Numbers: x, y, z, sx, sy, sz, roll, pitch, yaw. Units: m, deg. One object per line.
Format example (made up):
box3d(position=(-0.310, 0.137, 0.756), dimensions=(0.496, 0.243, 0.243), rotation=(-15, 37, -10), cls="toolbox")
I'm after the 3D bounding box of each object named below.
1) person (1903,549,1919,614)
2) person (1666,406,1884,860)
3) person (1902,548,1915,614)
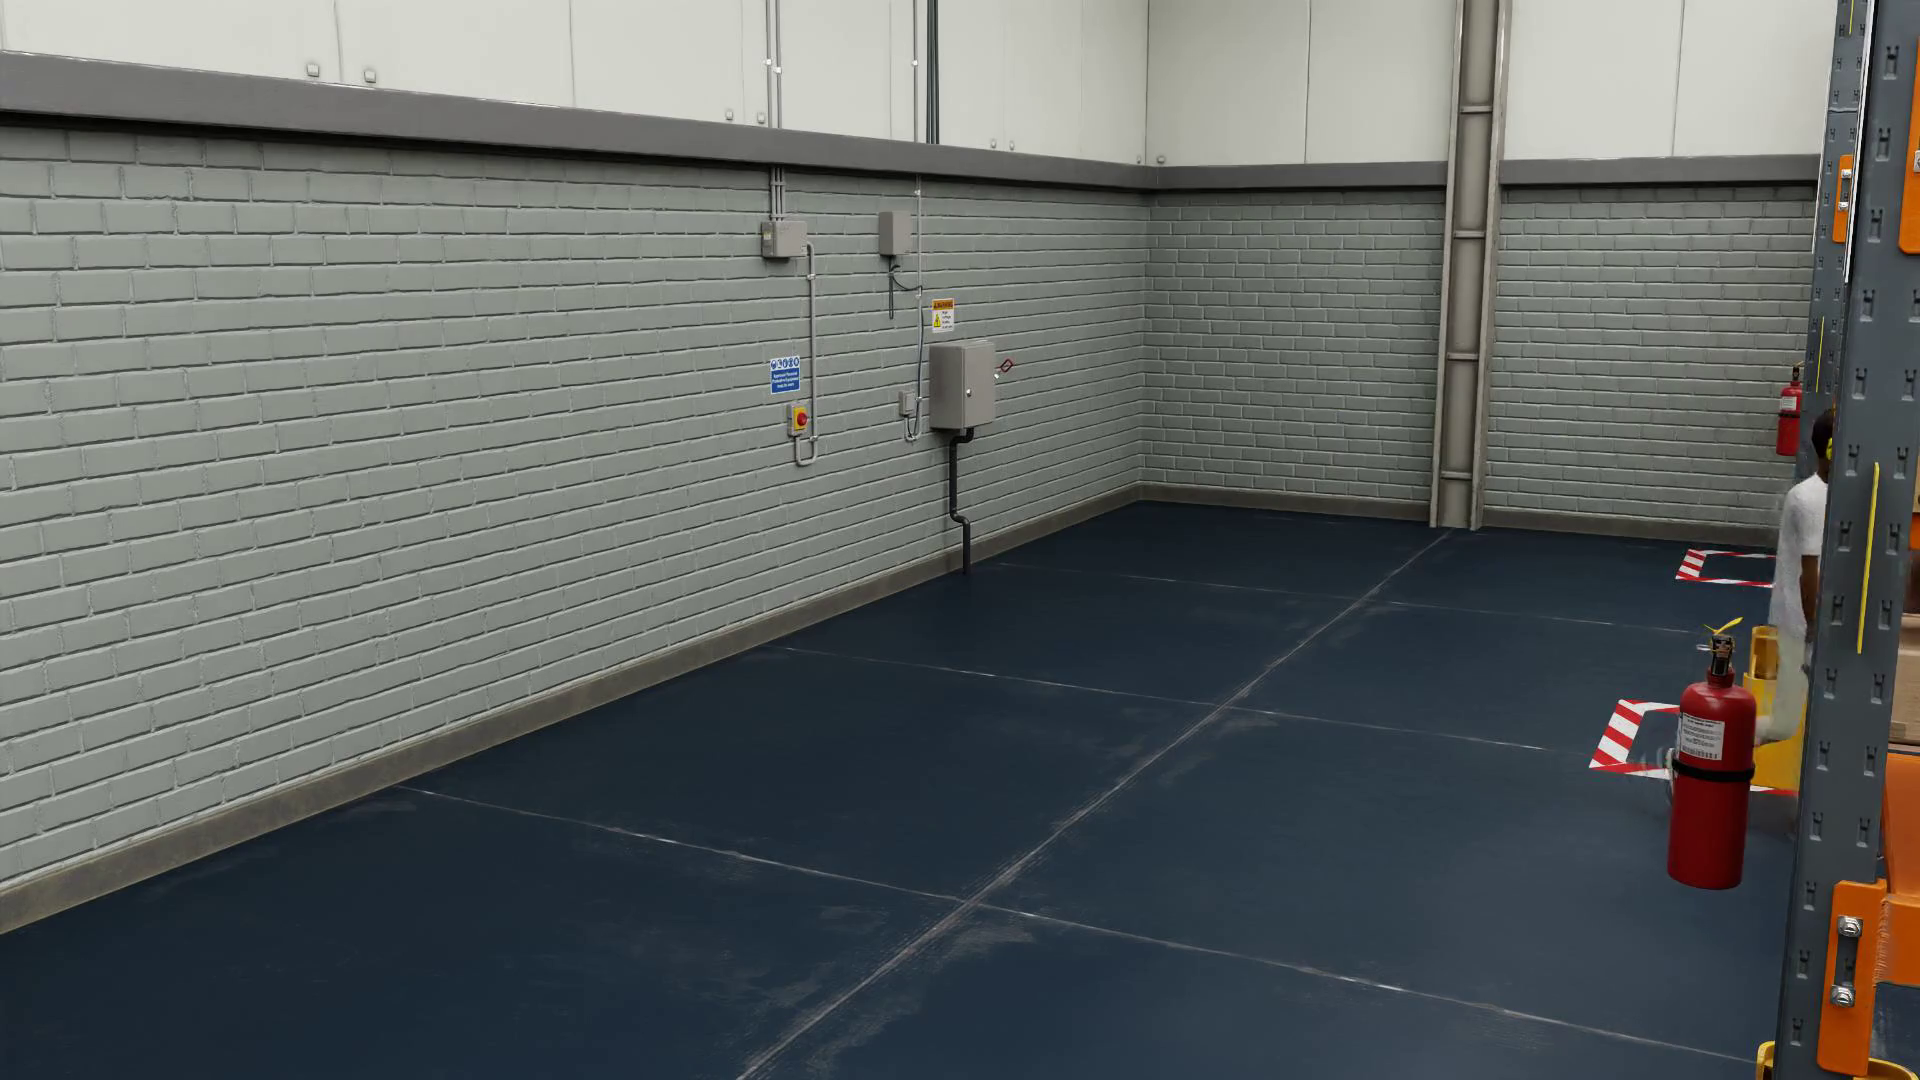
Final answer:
box3d(position=(5.398, -0.122, 9.402), dimensions=(0.988, 1.853, 0.686), rotation=(2, 11, 10), cls="person")
box3d(position=(3.425, 0.358, 6.856), dimensions=(0.801, 1.836, 0.530), rotation=(10, 14, 43), cls="person")
box3d(position=(4.956, -0.070, 8.718), dimensions=(0.774, 2.020, 0.628), rotation=(5, 11, 24), cls="person")
